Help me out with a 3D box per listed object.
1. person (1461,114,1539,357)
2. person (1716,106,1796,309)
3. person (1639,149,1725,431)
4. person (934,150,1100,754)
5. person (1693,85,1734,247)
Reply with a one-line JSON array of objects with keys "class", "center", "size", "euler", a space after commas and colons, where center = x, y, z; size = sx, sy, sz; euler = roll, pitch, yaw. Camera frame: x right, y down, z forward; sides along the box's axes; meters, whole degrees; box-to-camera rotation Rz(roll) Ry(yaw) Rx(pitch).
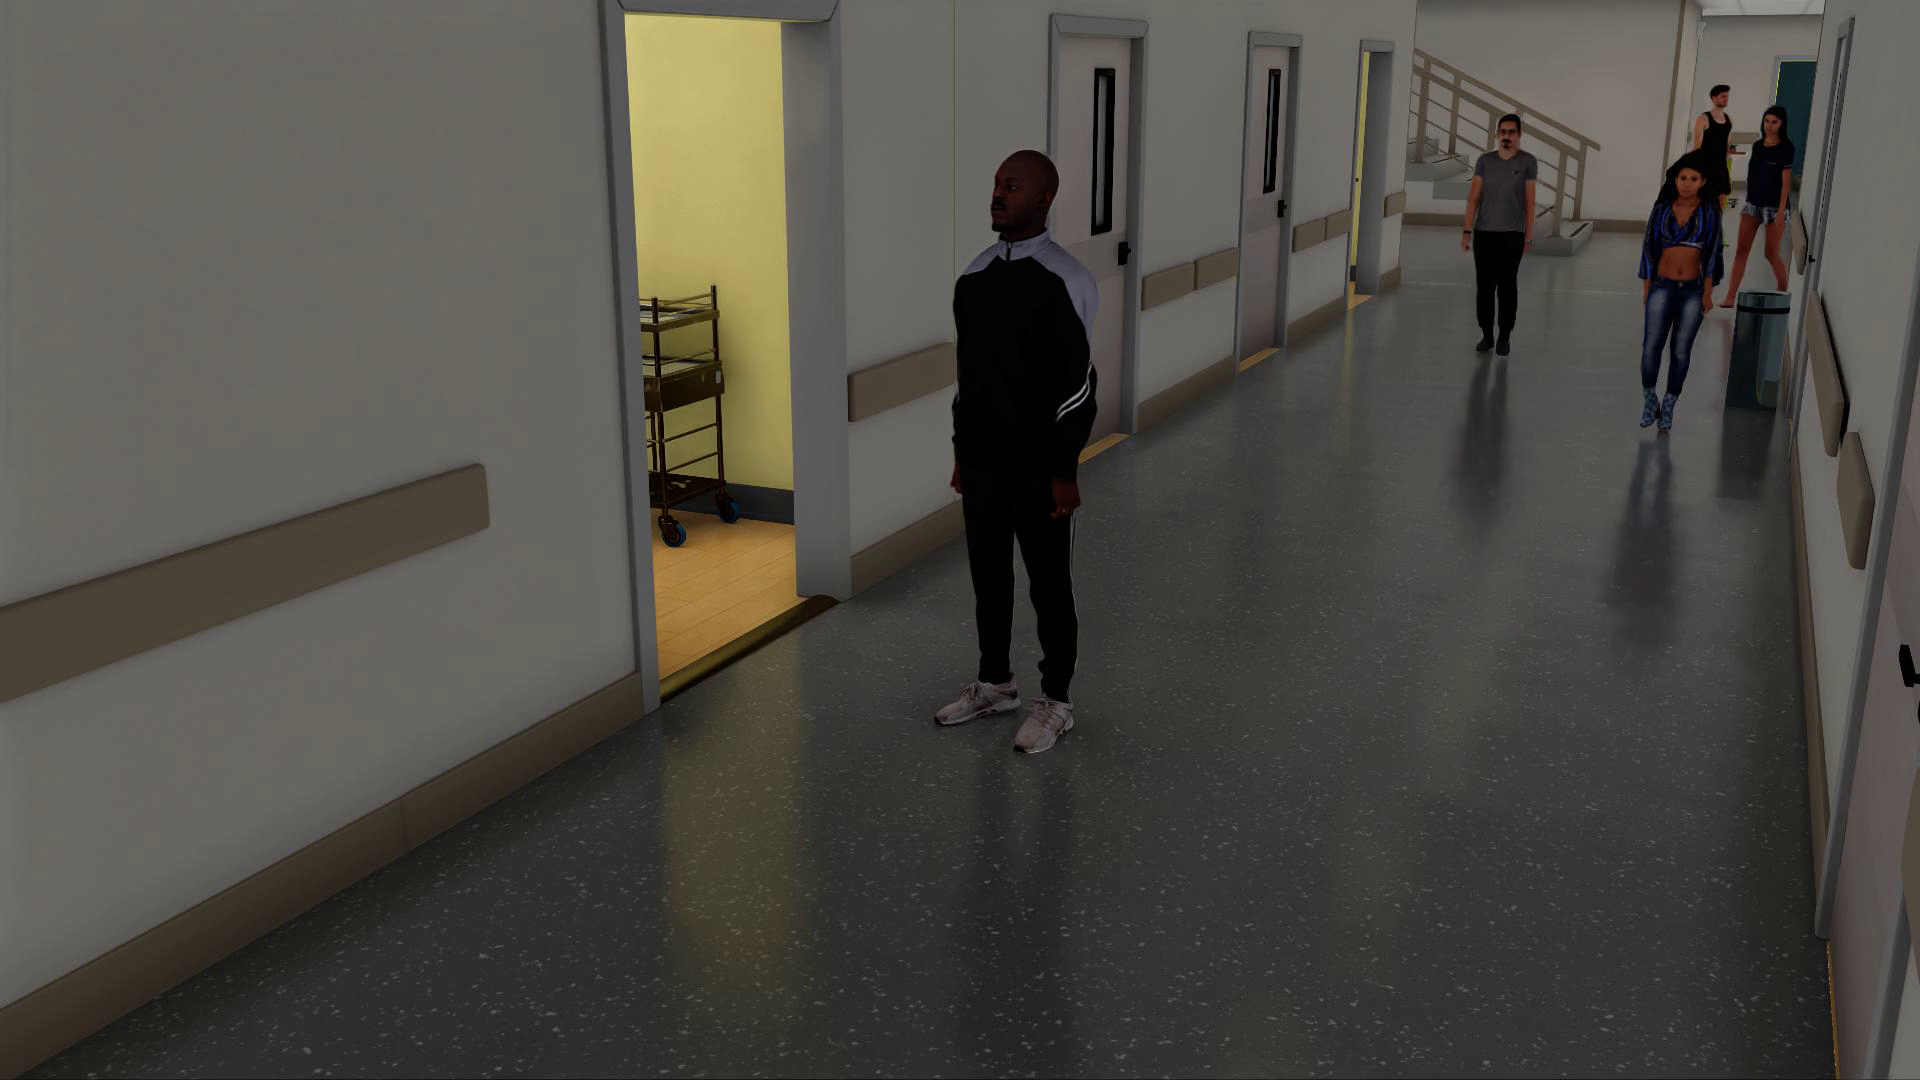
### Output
[{"class": "person", "center": [4.037, -2.273, 12.389], "size": [0.687, 1.736, 0.707], "euler": [9, 18, 30]}, {"class": "person", "center": [7.078, -2.853, 14.485], "size": [1.067, 1.714, 1.121], "euler": [-8, 18, -27]}, {"class": "person", "center": [4.178, -1.430, 9.640], "size": [0.553, 1.605, 0.684], "euler": [8, 18, 27]}, {"class": "person", "center": [0.193, -0.284, 5.163], "size": [0.598, 1.828, 0.784], "euler": [14, 21, 40]}, {"class": "person", "center": [8.885, -4.441, 19.853], "size": [1.203, 1.859, 1.218], "euler": [-4, 16, -14]}]
